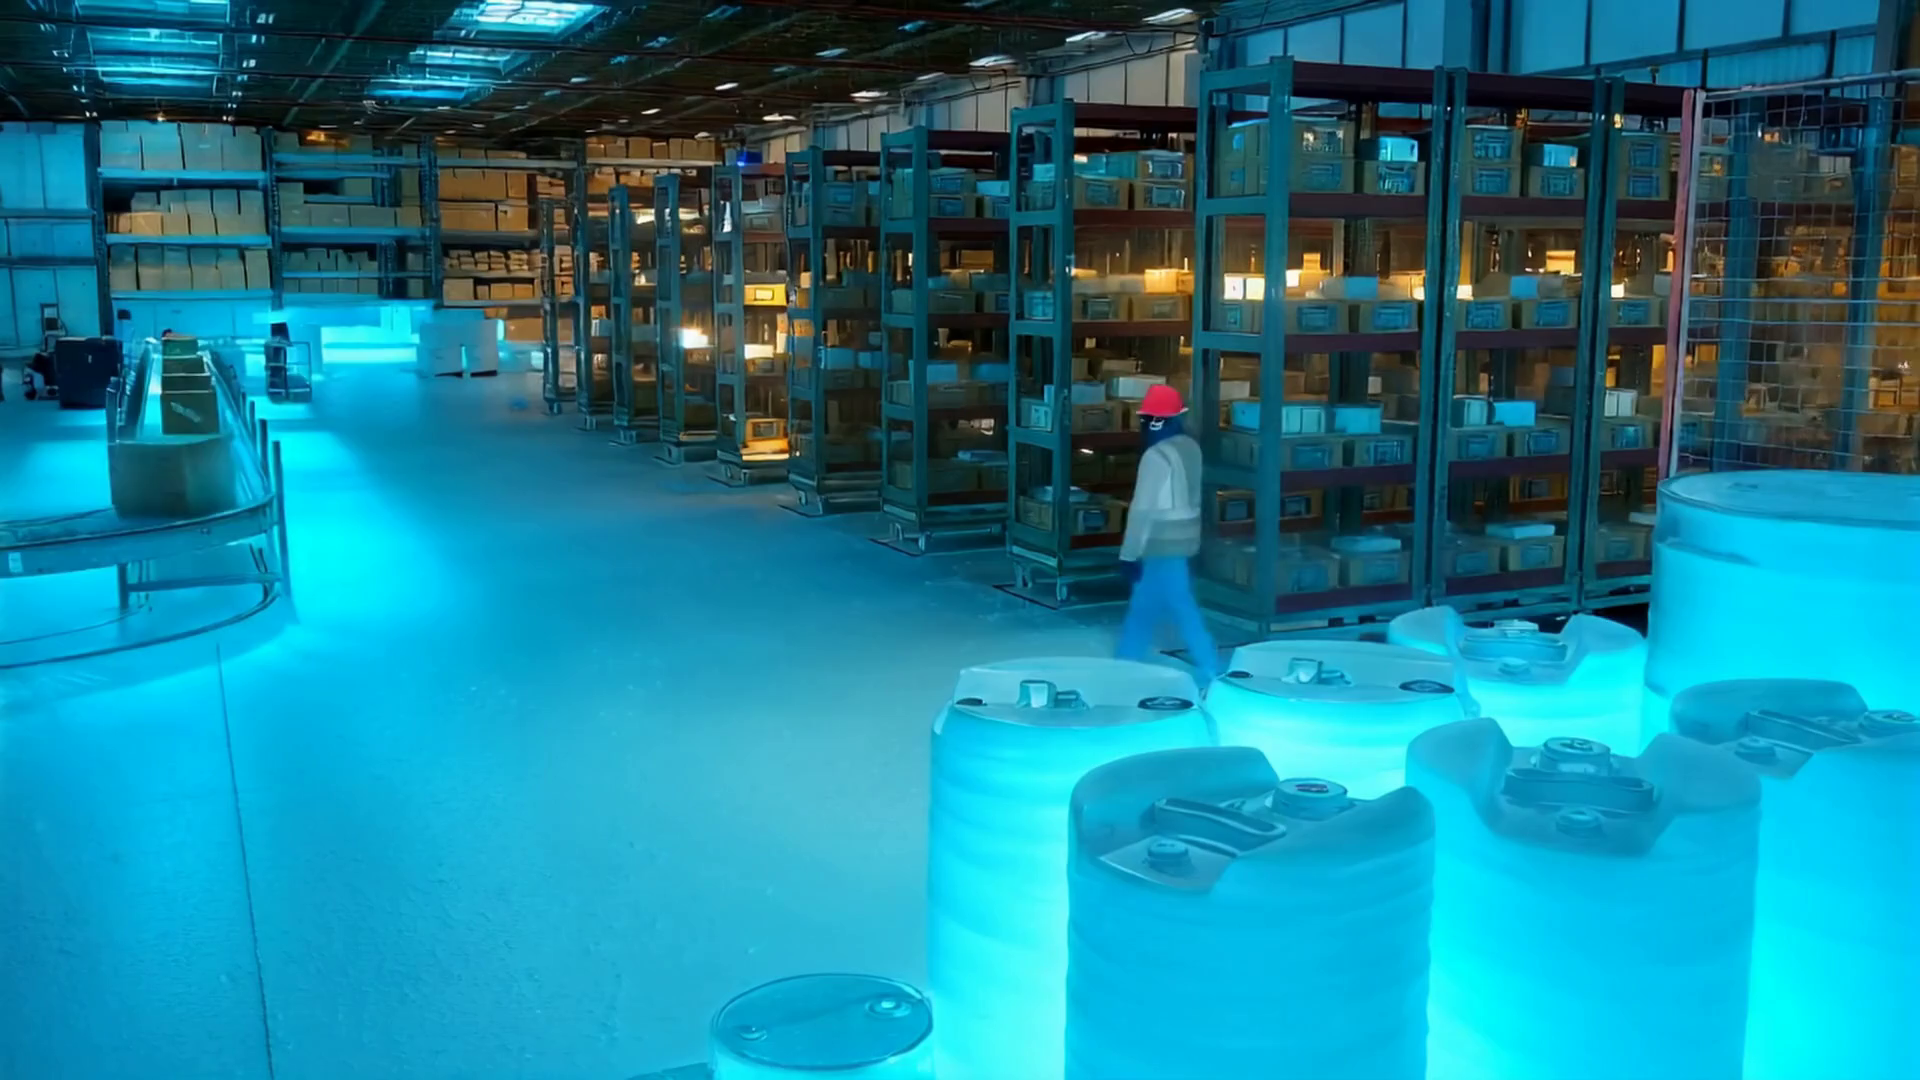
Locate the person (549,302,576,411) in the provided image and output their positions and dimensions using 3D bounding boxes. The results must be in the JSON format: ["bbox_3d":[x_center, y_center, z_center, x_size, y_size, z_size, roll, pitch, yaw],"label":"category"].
[{"bbox_3d":[-6.913,-3.204,29.015,0.667,1.890,0.564,8,12,42],"label":"person"}]

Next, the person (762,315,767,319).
[{"bbox_3d":[-4.179,-4.207,34.991,0.508,1.969,0.650,0,9,1],"label":"person"}]

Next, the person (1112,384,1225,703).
[{"bbox_3d":[1.144,0.023,9.335,0.933,1.786,0.604,5,10,26],"label":"person"}]

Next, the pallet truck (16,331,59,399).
[{"bbox_3d":[-17.082,-3.353,31.781,1.630,1.274,0.653,-4,10,-25],"label":"pallet truck"}]

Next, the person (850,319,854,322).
[{"bbox_3d":[-3.472,-7.001,52.589,0.778,1.899,0.691,7,11,37],"label":"person"}]

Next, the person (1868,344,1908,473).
[{"bbox_3d":[7.565,-0.720,13.833,0.563,1.826,0.492,-5,10,-27],"label":"person"}]

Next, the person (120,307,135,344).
[{"bbox_3d":[-18.421,-4.330,36.808,0.500,1.633,0.282,8,12,40],"label":"person"}]

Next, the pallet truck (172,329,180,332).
[{"bbox_3d":[-17.275,-3.851,35.096,1.601,1.201,0.680,0,9,1],"label":"pallet truck"}]
